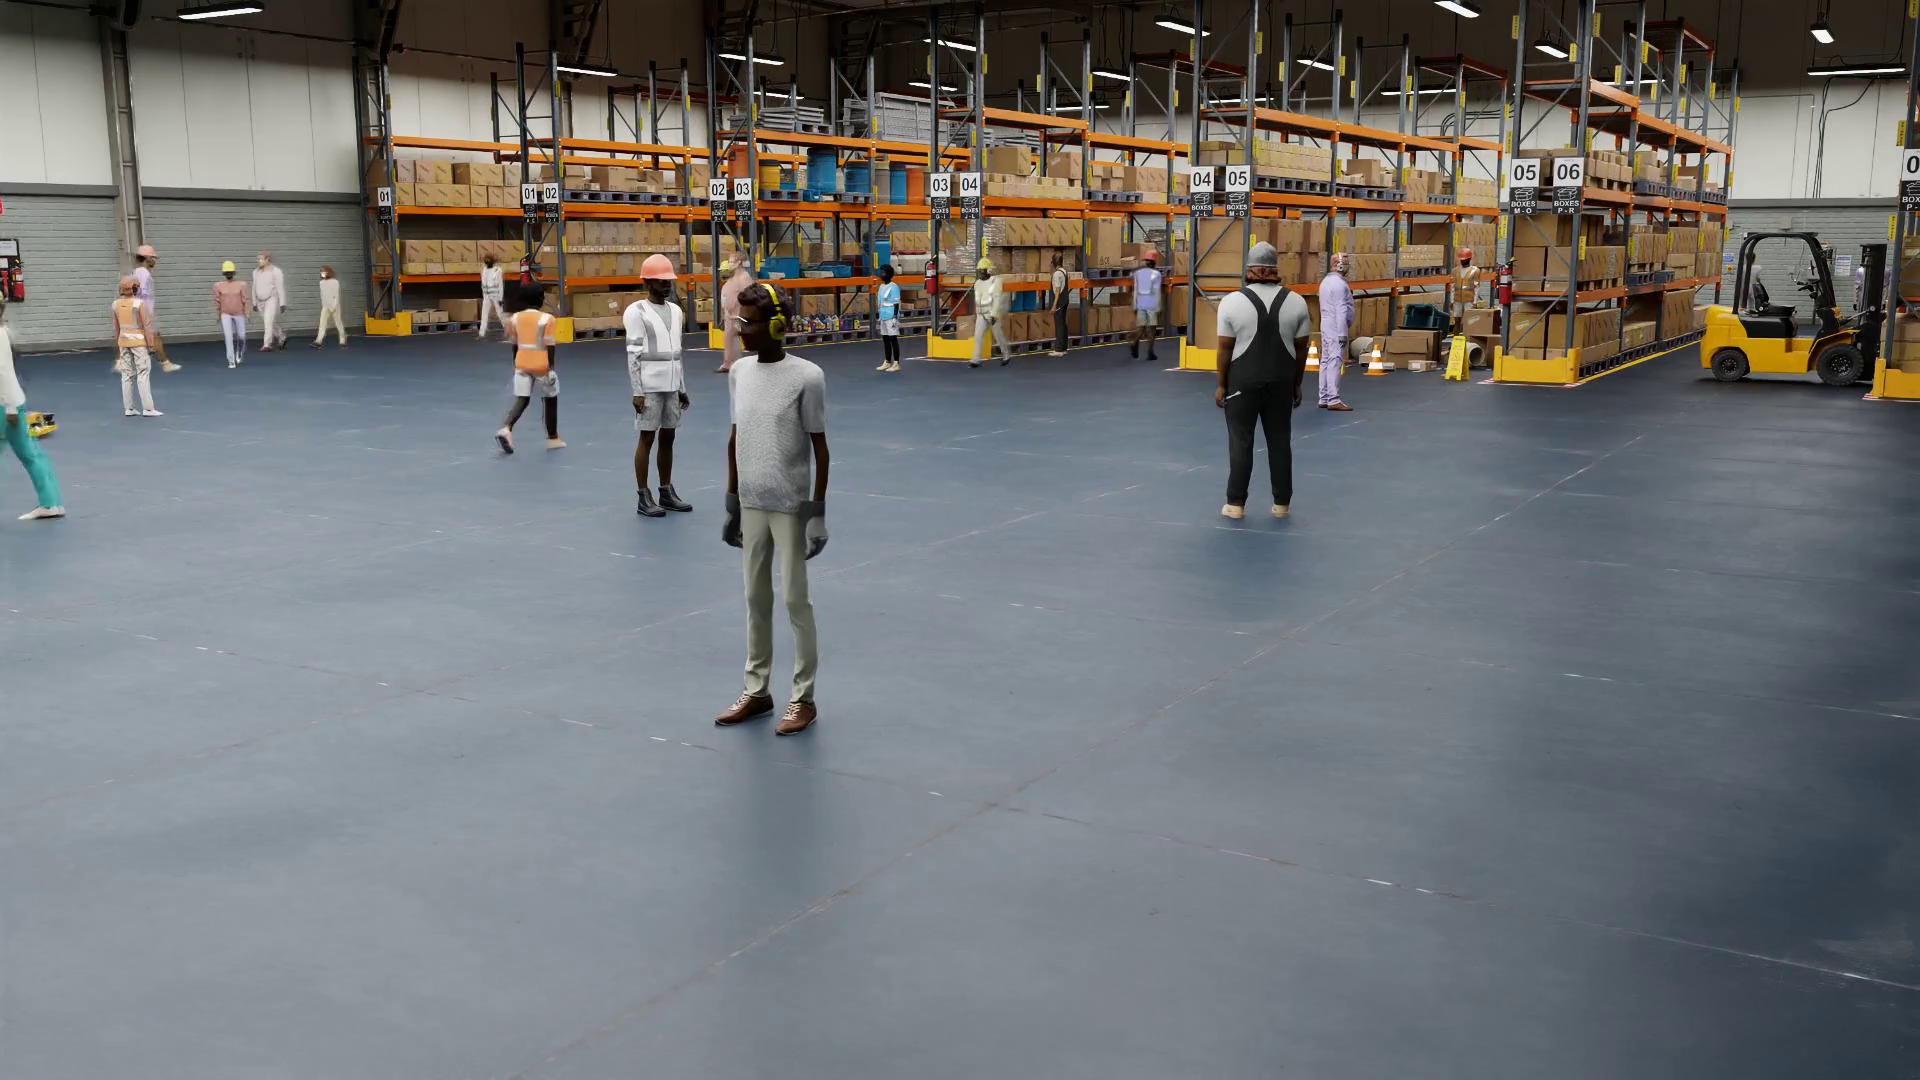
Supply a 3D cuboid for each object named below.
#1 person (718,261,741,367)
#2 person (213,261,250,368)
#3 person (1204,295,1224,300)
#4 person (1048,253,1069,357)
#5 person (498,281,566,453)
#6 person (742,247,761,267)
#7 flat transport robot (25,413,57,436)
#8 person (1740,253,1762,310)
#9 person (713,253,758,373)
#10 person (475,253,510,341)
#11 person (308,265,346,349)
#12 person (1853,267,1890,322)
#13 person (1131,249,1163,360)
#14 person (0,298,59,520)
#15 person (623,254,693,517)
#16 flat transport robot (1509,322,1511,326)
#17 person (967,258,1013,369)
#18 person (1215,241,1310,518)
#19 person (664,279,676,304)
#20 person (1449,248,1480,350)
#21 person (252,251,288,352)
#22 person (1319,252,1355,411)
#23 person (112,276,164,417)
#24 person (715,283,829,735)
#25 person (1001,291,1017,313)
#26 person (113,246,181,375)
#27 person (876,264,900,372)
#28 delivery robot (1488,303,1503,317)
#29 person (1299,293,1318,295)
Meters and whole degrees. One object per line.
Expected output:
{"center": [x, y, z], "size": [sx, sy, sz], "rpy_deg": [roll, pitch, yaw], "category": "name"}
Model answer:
{"center": [-3.726, -3.631, 26.861], "size": [0.323, 1.743, 0.489], "rpy_deg": [-3, 11, -19], "category": "person"}
{"center": [-11.917, -3.700, 27.240], "size": [0.540, 1.740, 0.656], "rpy_deg": [-4, 11, -23], "category": "person"}
{"center": [4.564, -4.390, 30.401], "size": [0.660, 2.009, 0.706], "rpy_deg": [-5, 11, -28], "category": "person"}
{"center": [1.772, -4.204, 29.803], "size": [0.344, 1.840, 0.507], "rpy_deg": [4, 11, 23], "category": "person"}
{"center": [-4.155, -1.665, 16.078], "size": [0.537, 1.668, 0.799], "rpy_deg": [4, 11, 21], "category": "person"}
{"center": [-4.763, -5.723, 37.988], "size": [0.617, 1.947, 0.411], "rpy_deg": [5, 11, 28], "category": "person"}
{"center": [-10.263, -1.188, 17.298], "size": [1.431, 0.197, 0.652], "rpy_deg": [-3, 11, -16], "category": "flat transport robot"}
{"center": [17.458, -5.445, 36.840], "size": [0.536, 1.811, 0.995], "rpy_deg": [5, 11, 27], "category": "person"}
{"center": [-3.409, -3.550, 26.054], "size": [0.879, 1.878, 0.650], "rpy_deg": [-6, 12, -31], "category": "person"}
{"center": [-9.734, -5.066, 34.681], "size": [0.578, 1.830, 1.017], "rpy_deg": [4, 11, 22], "category": "person"}
{"center": [-12.097, -4.434, 31.777], "size": [0.503, 1.597, 0.818], "rpy_deg": [4, 11, 22], "category": "person"}
{"center": [17.267, -4.555, 31.551], "size": [0.580, 1.919, 0.397], "rpy_deg": [5, 11, 27], "category": "person"}
{"center": [3.220, -4.041, 28.661], "size": [0.561, 1.918, 0.555], "rpy_deg": [7, 13, 36], "category": "person"}
{"center": [-7.007, -0.967, 11.978], "size": [0.850, 1.734, 0.539], "rpy_deg": [-5, 11, -26], "category": "person"}
{"center": [-2.235, -1.148, 12.410], "size": [0.358, 1.938, 0.542], "rpy_deg": [7, 12, 33], "category": "person"}
{"center": [13.870, -5.336, 40.536], "size": [0.652, 0.197, 1.431], "rpy_deg": [6, 12, 31], "category": "flat transport robot"}
{"center": [0.499, -3.666, 26.944], "size": [0.585, 1.795, 0.930], "rpy_deg": [8, 13, 38], "category": "person"}
{"center": [2.200, -1.181, 12.305], "size": [0.688, 2.000, 0.536], "rpy_deg": [-1, 10, -5], "category": "person"}
{"center": [-5.880, -4.663, 32.947], "size": [0.501, 1.633, 0.285], "rpy_deg": [-3, 11, -15], "category": "person"}
{"center": [9.462, -4.503, 31.235], "size": [0.542, 1.927, 0.381], "rpy_deg": [8, 13, 39], "category": "person"}
{"center": [-12.991, -4.488, 31.305], "size": [0.654, 1.879, 0.887], "rpy_deg": [4, 11, 19], "category": "person"}
{"center": [4.592, -2.531, 20.239], "size": [0.406, 1.911, 0.639], "rpy_deg": [-1, 10, -5], "category": "person"}
{"center": [-9.637, -2.252, 19.425], "size": [0.510, 1.641, 0.308], "rpy_deg": [3, 10, 15], "category": "person"}
{"center": [-0.772, -0.123, 6.884], "size": [0.521, 1.864, 0.335], "rpy_deg": [6, 12, 32], "category": "person"}
{"center": [0.815, -4.813, 32.967], "size": [0.632, 1.933, 0.363], "rpy_deg": [1, 10, 4], "category": "person"}
{"center": [-12.653, -3.537, 25.688], "size": [0.981, 1.996, 0.612], "rpy_deg": [-9, 13, -41], "category": "person"}
{"center": [-1.129, -3.490, 26.197], "size": [0.319, 1.695, 0.539], "rpy_deg": [-6, 12, -30], "category": "person"}
{"center": [12.988, -5.523, 40.521], "size": [0.707, 0.478, 0.477], "rpy_deg": [0, 10, -1], "category": "delivery robot"}
{"center": [7.549, -5.222, 36.123], "size": [0.533, 1.611, 0.632], "rpy_deg": [7, 12, 35], "category": "person"}
